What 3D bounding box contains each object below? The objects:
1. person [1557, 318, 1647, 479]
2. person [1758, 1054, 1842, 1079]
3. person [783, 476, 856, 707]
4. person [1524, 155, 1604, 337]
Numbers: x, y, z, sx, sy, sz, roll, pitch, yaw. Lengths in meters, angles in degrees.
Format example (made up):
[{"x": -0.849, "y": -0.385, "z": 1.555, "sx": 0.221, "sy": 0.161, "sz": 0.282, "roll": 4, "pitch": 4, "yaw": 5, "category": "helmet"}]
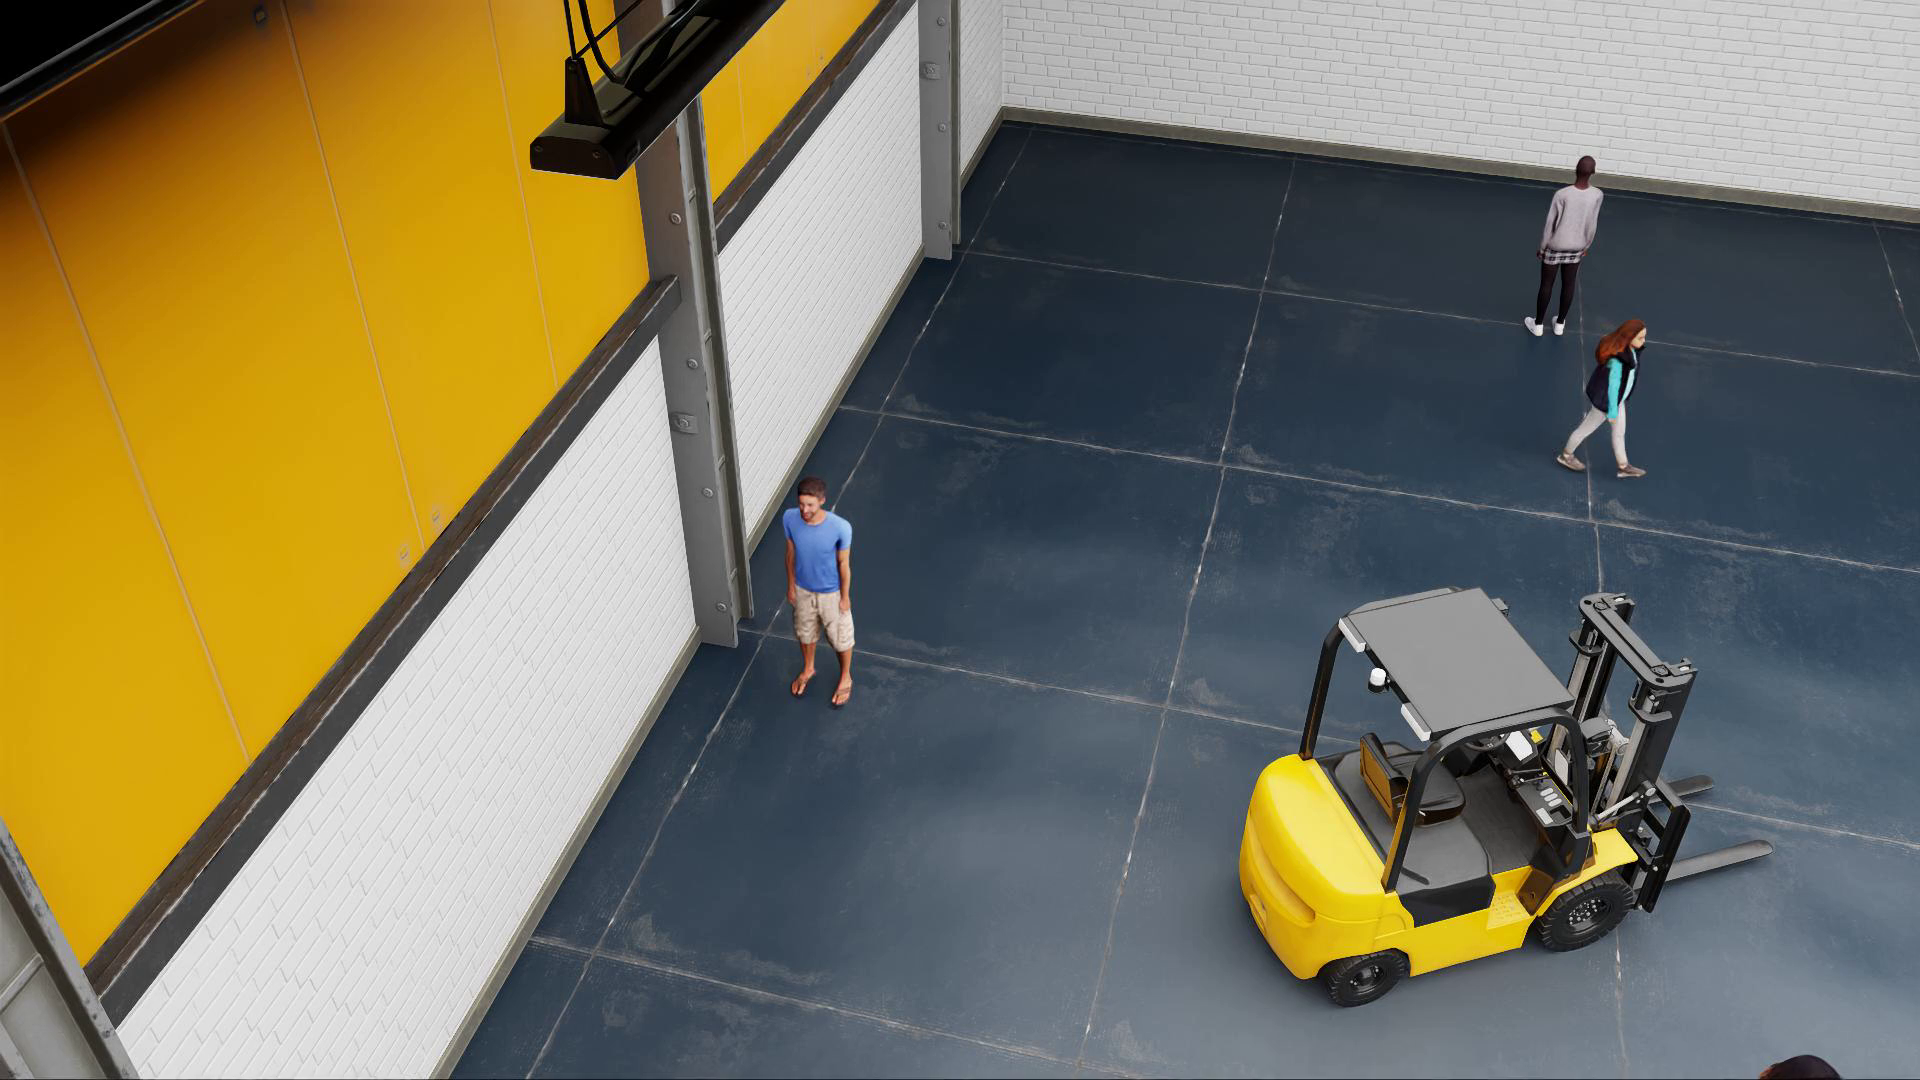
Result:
[{"x": 5.199, "y": -1.168, "z": 13.509, "sx": 0.880, "sy": 1.465, "sz": 0.954, "roll": 27, "pitch": 46, "yaw": 29, "category": "person"}, {"x": 3.841, "y": 3.030, "z": 8.054, "sx": 0.764, "sy": 1.714, "sz": 0.619, "roll": 19, "pitch": 42, "yaw": 23, "category": "person"}, {"x": -0.957, "y": 0.307, "z": 11.342, "sx": 0.636, "sy": 1.864, "sz": 0.562, "roll": 11, "pitch": 40, "yaw": 13, "category": "person"}, {"x": 5.516, "y": -2.679, "z": 15.156, "sx": 0.678, "sy": 1.772, "sz": 0.628, "roll": -1, "pitch": 39, "yaw": -1, "category": "person"}]
